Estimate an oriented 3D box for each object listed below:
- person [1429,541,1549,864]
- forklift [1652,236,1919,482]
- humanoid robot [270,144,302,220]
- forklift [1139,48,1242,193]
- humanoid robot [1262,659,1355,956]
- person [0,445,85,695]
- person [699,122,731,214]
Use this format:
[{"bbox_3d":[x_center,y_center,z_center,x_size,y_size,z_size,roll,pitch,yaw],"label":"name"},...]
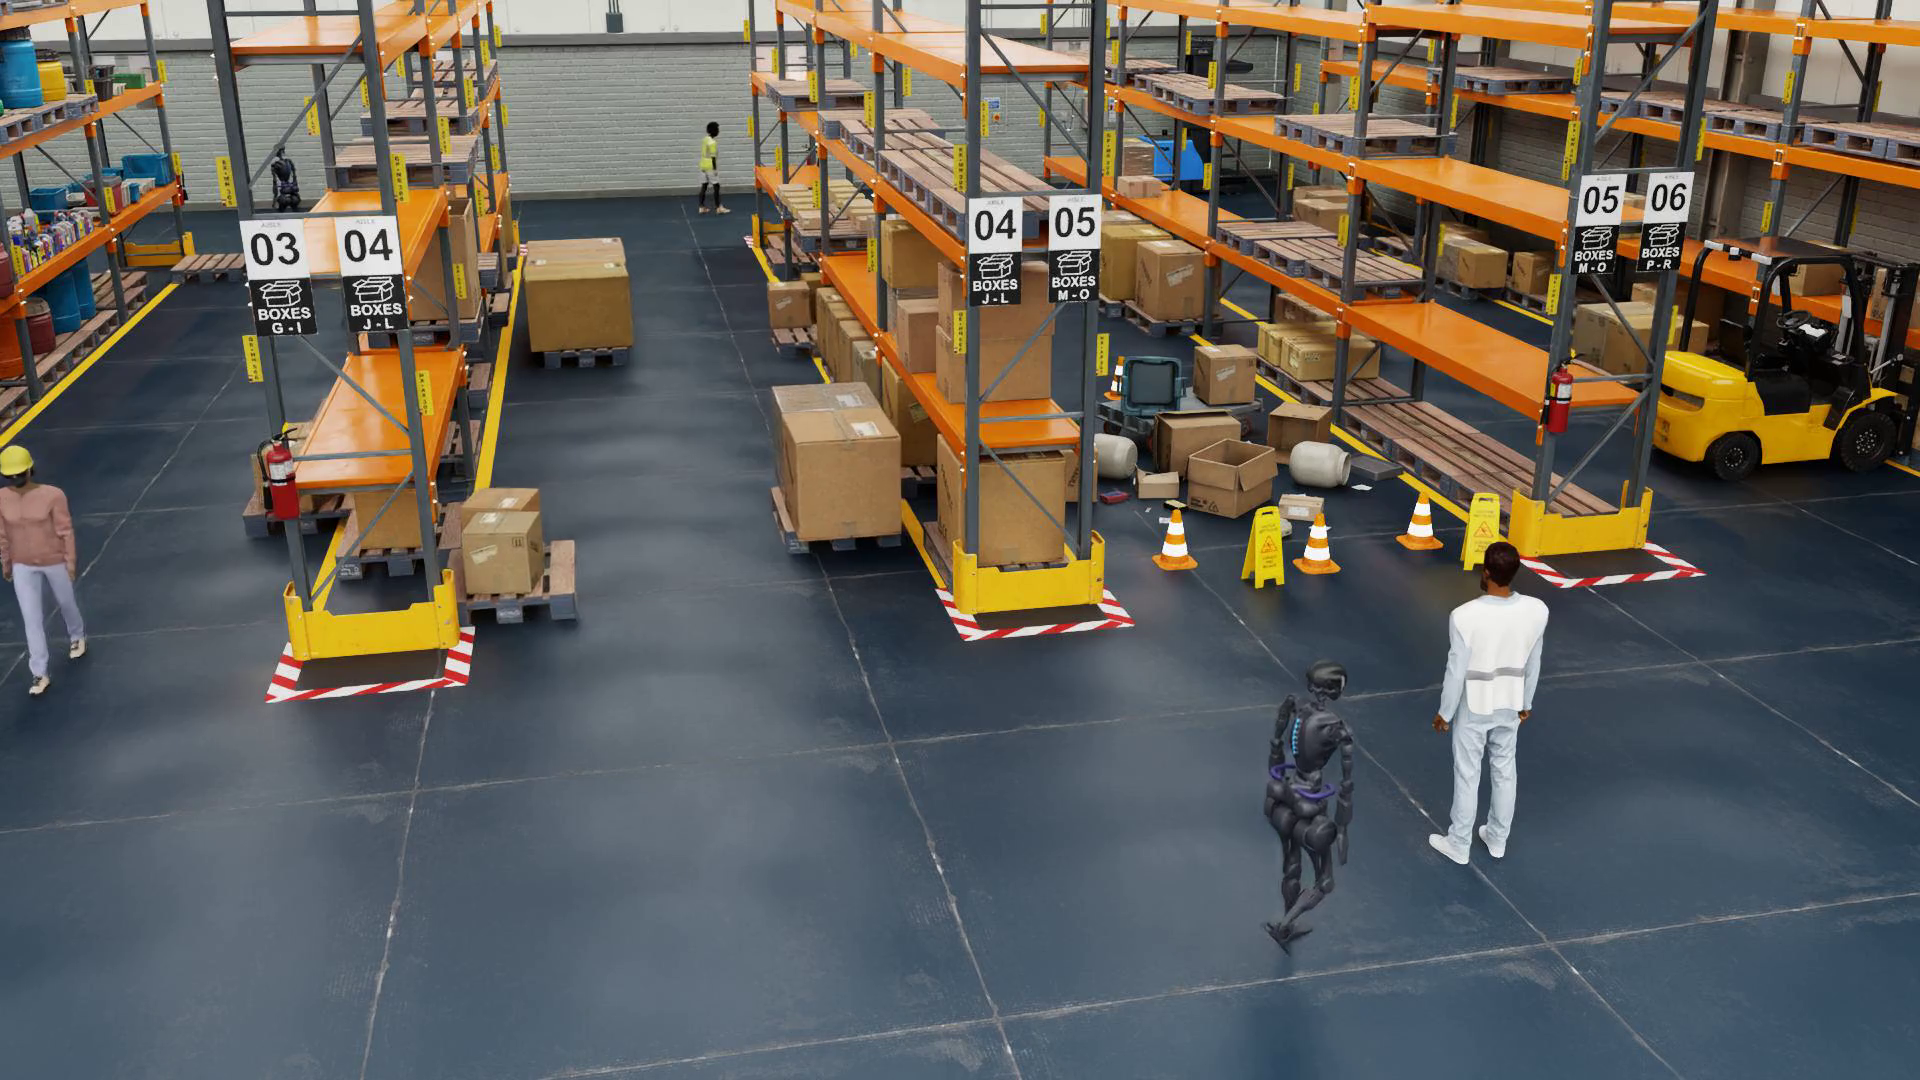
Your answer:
[{"bbox_3d":[2.963,0.925,9.345,0.587,1.920,0.392,-5,21,-13],"label":"person"},{"bbox_3d":[8.013,-1.814,16.330,2.313,2.155,1.214,-4,21,-12],"label":"forklift"},{"bbox_3d":[-11.303,-5.783,27.780,0.704,1.631,0.608,7,22,18],"label":"humanoid robot"},{"bbox_3d":[4.566,-8.313,32.860,1.873,2.768,1.129,-4,21,-12],"label":"forklift"},{"bbox_3d":[1.714,1.367,8.510,0.430,1.646,0.608,-12,24,-30],"label":"humanoid robot"},{"bbox_3d":[-6.492,0.147,11.724,0.526,1.714,0.919,-7,21,-17],"label":"person"},{"bbox_3d":[-4.574,-6.841,30.616,0.556,1.668,0.543,-11,23,-27],"label":"person"}]
